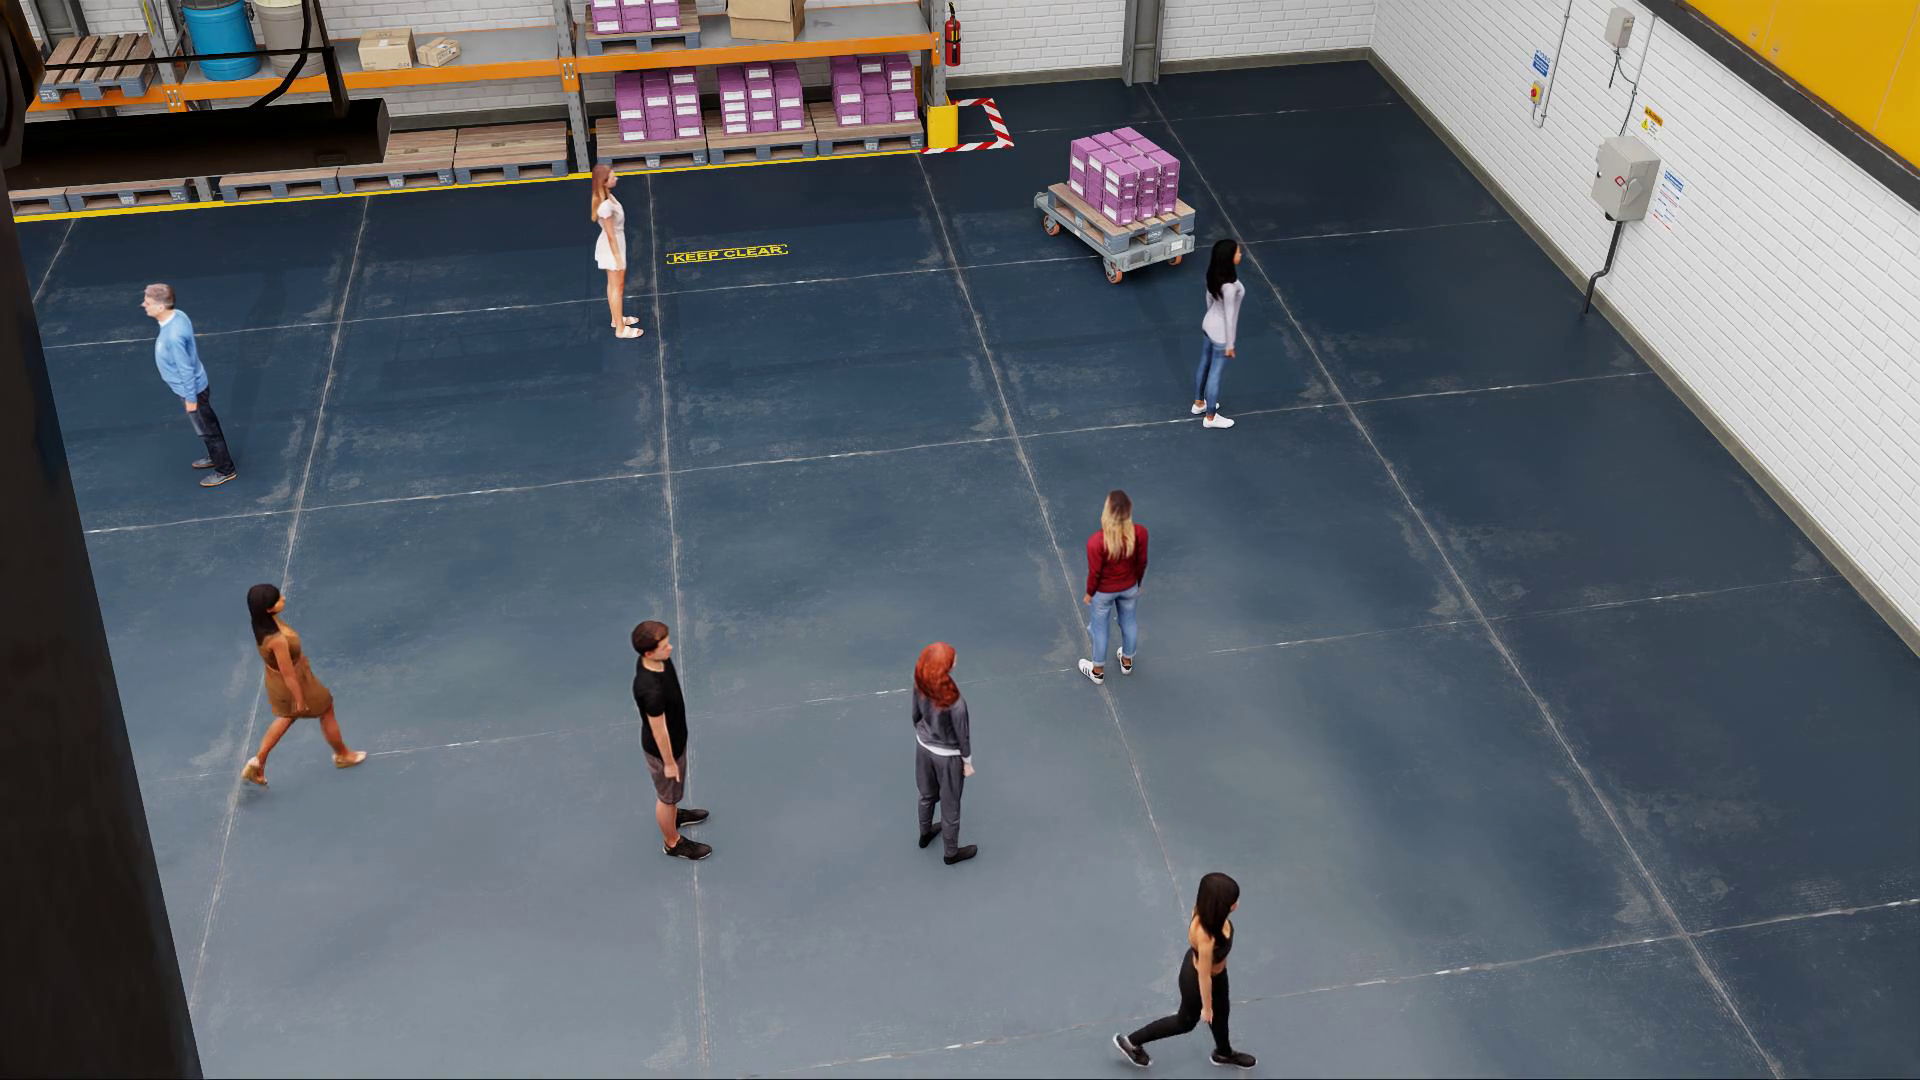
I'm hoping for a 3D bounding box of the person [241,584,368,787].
[{"bbox_3d":[-4.402,0.964,10.771,1.075,1.664,0.884,-27,46,-30],"label":"person"}]

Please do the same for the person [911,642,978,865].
[{"bbox_3d":[-0.115,1.305,10.252,0.658,1.780,0.684,31,48,33],"label":"person"}]

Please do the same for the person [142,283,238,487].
[{"bbox_3d":[-6.235,-1.283,13.461,0.681,1.820,0.717,-18,42,-21],"label":"person"}]

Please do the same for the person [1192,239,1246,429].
[{"bbox_3d":[2.182,-1.765,14.131,0.531,1.735,0.610,-8,39,-10],"label":"person"}]

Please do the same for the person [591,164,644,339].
[{"bbox_3d":[-3.203,-2.669,15.294,0.576,1.697,0.581,-10,40,-12],"label":"person"}]

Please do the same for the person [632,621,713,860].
[{"bbox_3d":[-1.835,1.208,10.307,0.557,1.861,0.685,-5,39,-7],"label":"person"}]

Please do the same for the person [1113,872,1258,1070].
[{"bbox_3d":[1.241,2.375,9.044,1.112,1.616,0.831,9,39,11],"label":"person"}]

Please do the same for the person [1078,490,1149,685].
[{"bbox_3d":[1.072,0.324,11.597,0.519,1.634,0.700,-12,40,-15],"label":"person"}]
